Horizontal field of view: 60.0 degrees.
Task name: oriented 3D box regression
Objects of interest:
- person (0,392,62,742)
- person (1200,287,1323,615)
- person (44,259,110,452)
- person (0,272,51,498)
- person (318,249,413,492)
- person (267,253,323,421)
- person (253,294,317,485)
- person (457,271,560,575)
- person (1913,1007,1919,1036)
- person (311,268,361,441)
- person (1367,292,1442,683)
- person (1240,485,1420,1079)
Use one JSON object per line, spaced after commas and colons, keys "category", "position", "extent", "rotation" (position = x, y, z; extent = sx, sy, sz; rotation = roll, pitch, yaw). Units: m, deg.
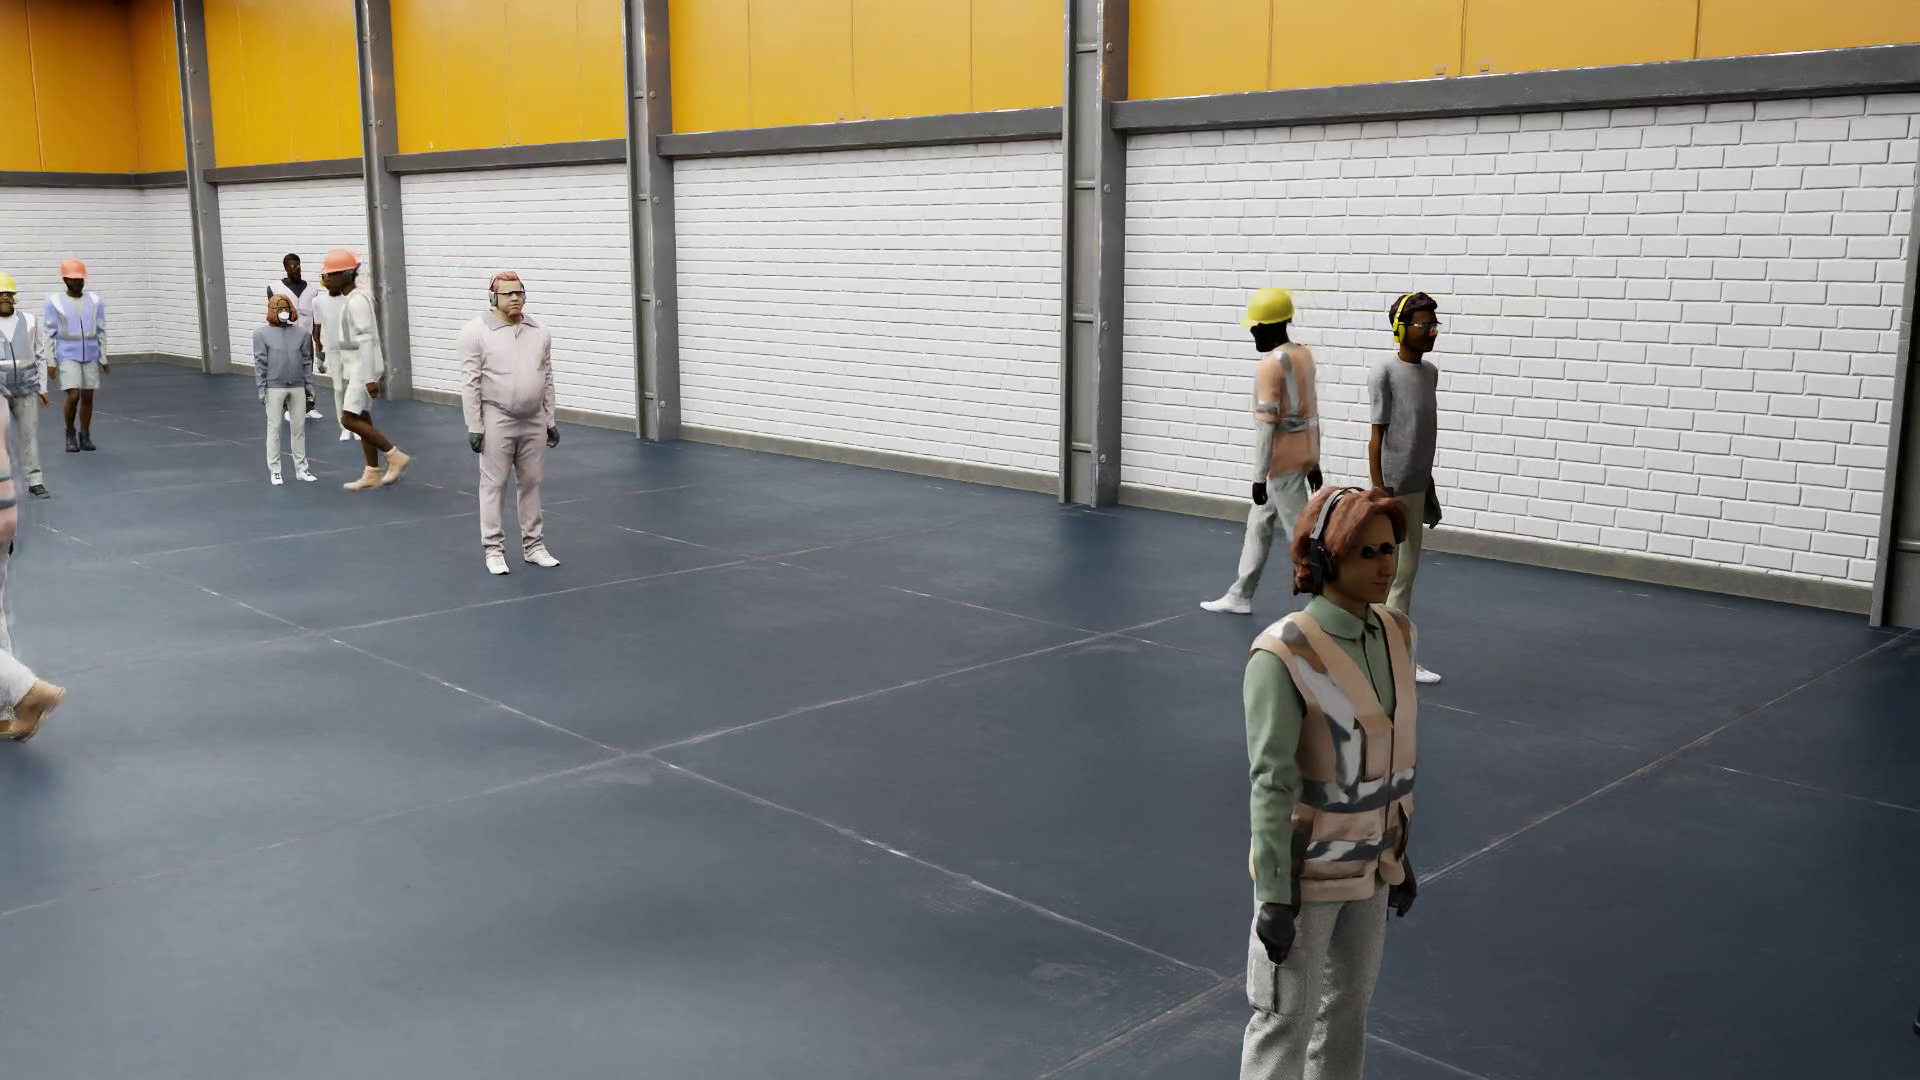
{"category": "person", "position": [-4.052, -0.014, 6.827], "extent": [0.569, 1.822, 0.648], "rotation": [1, 10, 4]}
{"category": "person", "position": [1.802, -0.438, 9.039], "extent": [0.984, 1.868, 0.609], "rotation": [6, 12, 31]}
{"category": "person", "position": [-8.673, -1.800, 16.364], "extent": [0.544, 1.904, 0.550], "rotation": [9, 14, 42]}
{"category": "person", "position": [-7.656, -1.228, 13.399], "extent": [0.591, 1.837, 0.403], "rotation": [-10, 14, -44]}
{"category": "person", "position": [-4.960, -1.390, 13.770], "extent": [0.557, 2.021, 0.620], "rotation": [-4, 11, -21]}
{"category": "person", "position": [-7.720, -2.353, 19.319], "extent": [0.595, 1.919, 0.376], "rotation": [-10, 14, -44]}
{"category": "person", "position": [-5.805, -1.297, 14.328], "extent": [0.500, 1.633, 0.280], "rotation": [-10, 14, -44]}
{"category": "person", "position": [-2.836, -0.745, 10.575], "extent": [0.641, 1.908, 0.407], "rotation": [-10, 14, -44]}
{"category": "person", "position": [2.758, 0.385, 4.317], "extent": [0.545, 1.942, 0.354], "rotation": [-10, 14, -44]}
{"category": "person", "position": [-6.388, -1.928, 17.220], "extent": [0.539, 1.831, 0.500], "rotation": [-3, 11, -16]}
{"category": "person", "position": [2.096, -0.221, 7.815], "extent": [0.514, 1.872, 0.328], "rotation": [-10, 14, -44]}
{"category": "person", "position": [0.763, 0.697, 3.437], "extent": [0.514, 1.641, 0.309], "rotation": [-10, 14, -44]}
